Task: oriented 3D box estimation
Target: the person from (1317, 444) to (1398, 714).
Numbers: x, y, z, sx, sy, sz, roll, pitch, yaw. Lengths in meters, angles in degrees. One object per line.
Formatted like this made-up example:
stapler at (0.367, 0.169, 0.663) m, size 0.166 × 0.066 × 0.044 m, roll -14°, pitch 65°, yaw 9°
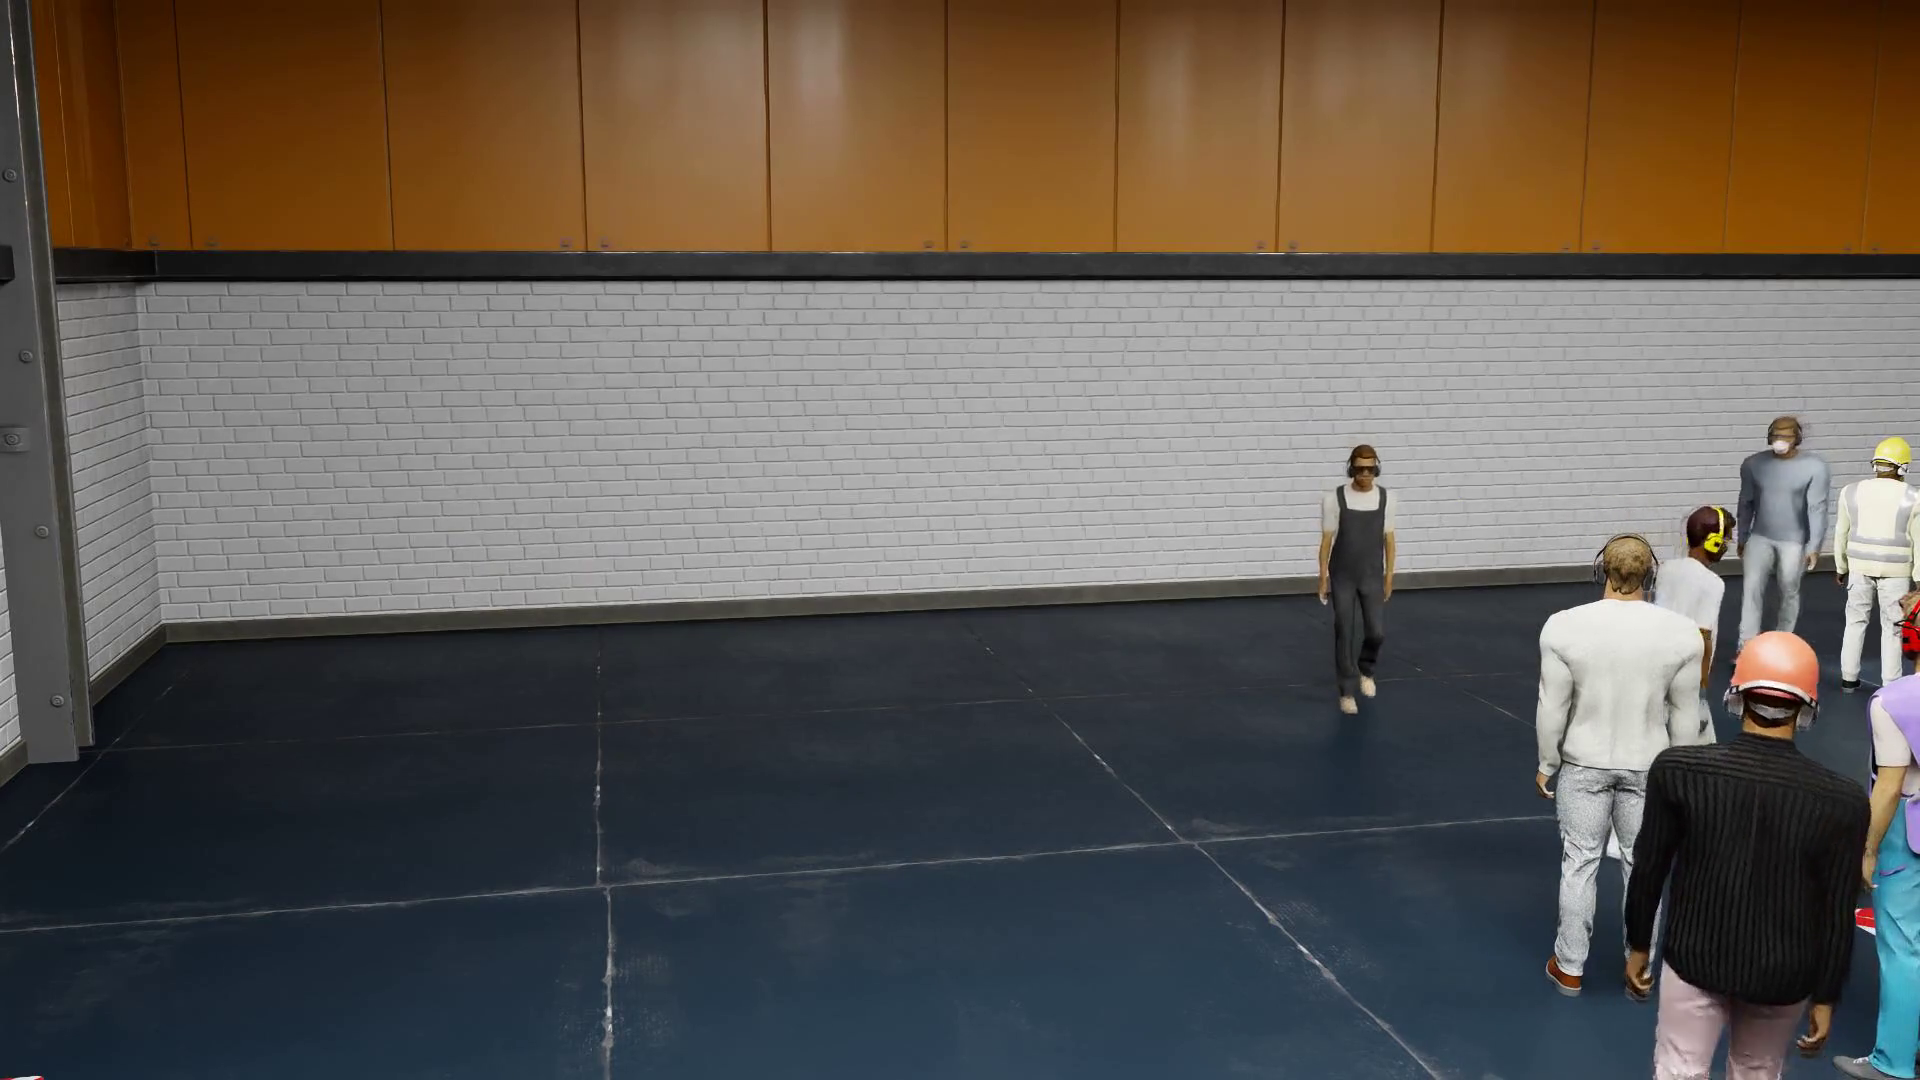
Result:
person at (2.677, 0.256, 11.264) m, size 0.526 × 1.834 × 0.449 m, roll 1°, pitch 9°, yaw 6°

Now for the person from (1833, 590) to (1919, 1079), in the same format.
person at (3.500, 1.104, 6.038) m, size 0.567 × 1.844 × 0.377 m, roll -4°, pitch 10°, yaw -21°

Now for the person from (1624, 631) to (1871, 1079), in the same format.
person at (2.249, 1.248, 4.816) m, size 0.619 × 1.967 × 0.823 m, roll 4°, pitch 10°, yaw 21°

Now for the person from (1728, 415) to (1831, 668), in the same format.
person at (6.058, 0.036, 12.356) m, size 0.654 × 1.900 × 0.917 m, roll 8°, pitch 12°, yaw 39°

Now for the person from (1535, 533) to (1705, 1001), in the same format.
person at (2.678, 0.930, 6.821) m, size 0.631 × 1.939 × 0.369 m, roll 2°, pitch 10°, yaw 13°

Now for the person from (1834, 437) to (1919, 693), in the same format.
person at (6.448, 0.193, 11.635) m, size 0.404 × 1.830 × 0.602 m, roll -9°, pitch 13°, yaw -44°

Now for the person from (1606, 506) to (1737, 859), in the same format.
person at (3.699, 0.730, 8.435) m, size 0.956 × 1.808 × 0.573 m, roll -3°, pitch 10°, yaw -16°
